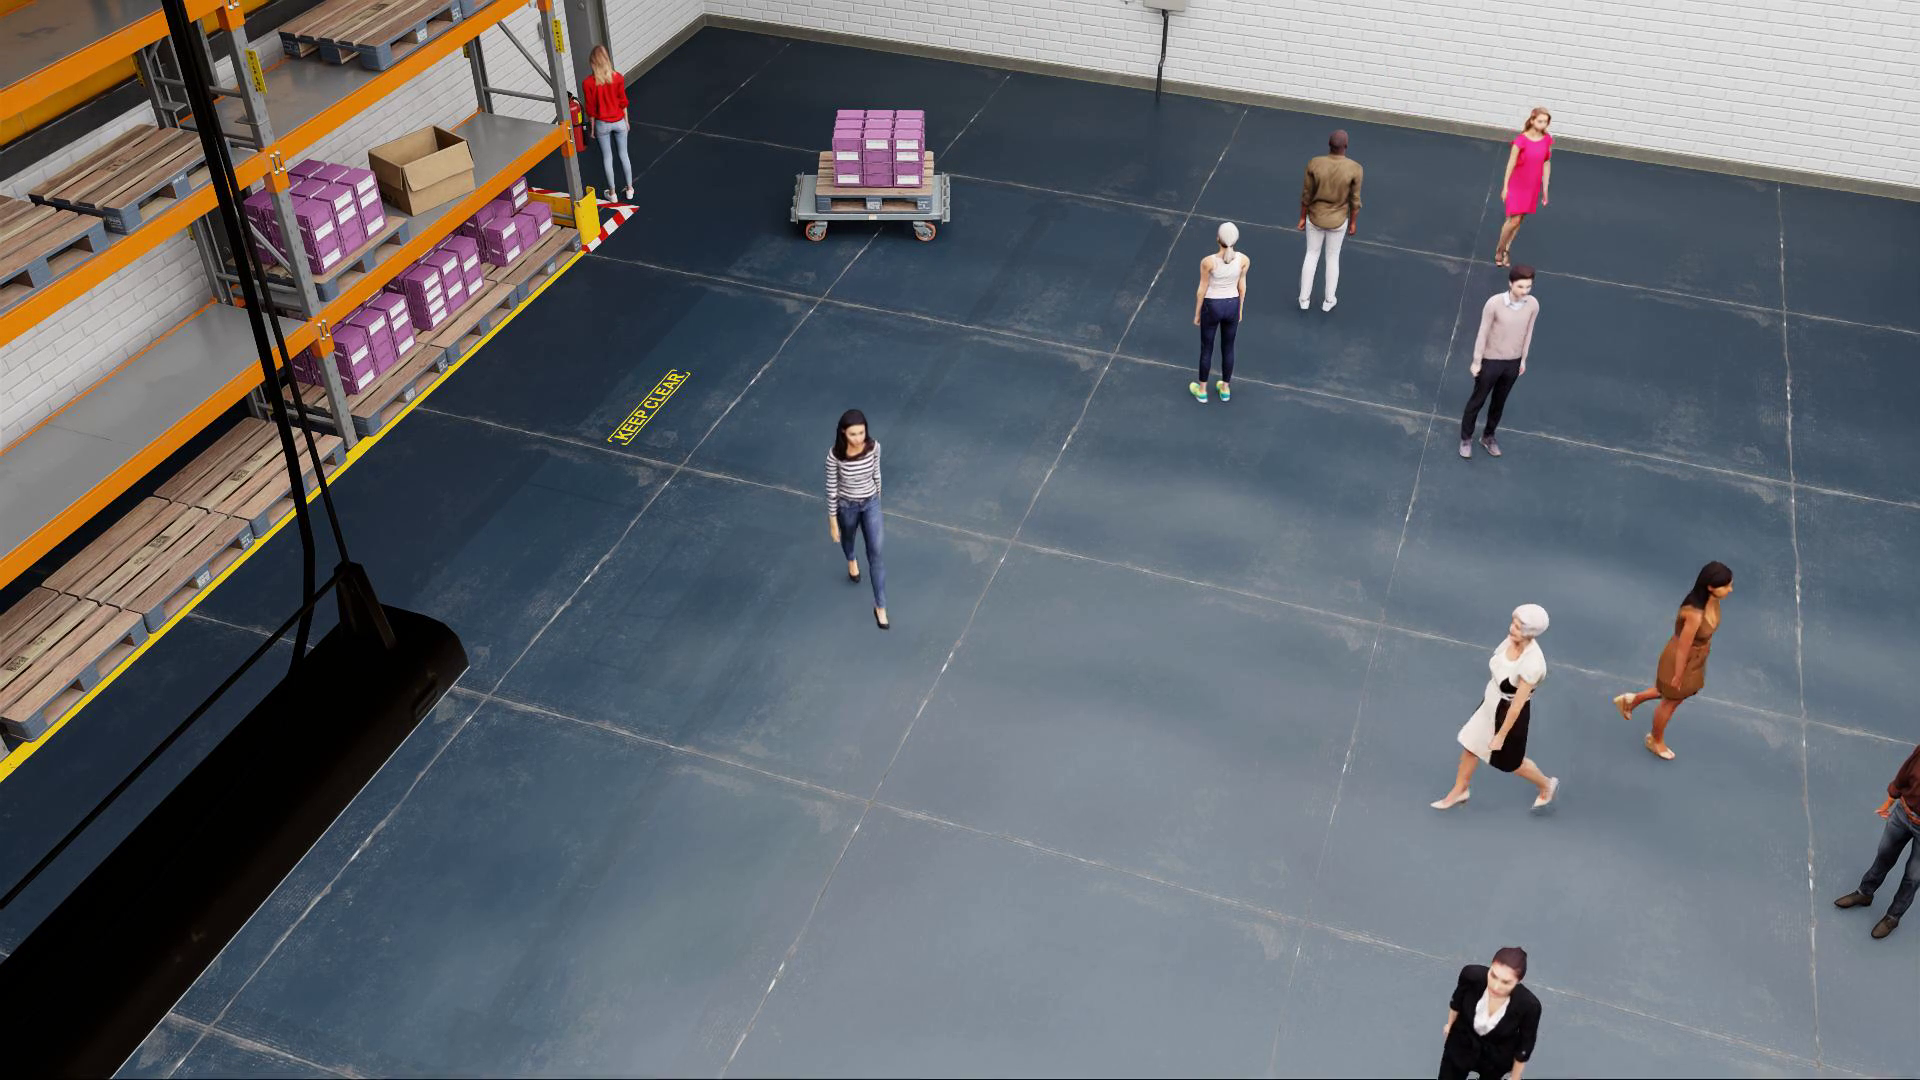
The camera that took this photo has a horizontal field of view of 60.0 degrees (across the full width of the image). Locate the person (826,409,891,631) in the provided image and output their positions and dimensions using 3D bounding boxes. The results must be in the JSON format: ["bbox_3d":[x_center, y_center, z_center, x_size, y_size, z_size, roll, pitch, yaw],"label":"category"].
[{"bbox_3d":[-0.805,-0.250,12.390,1.091,1.734,1.190,-14,41,-17],"label":"person"}]

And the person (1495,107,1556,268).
[{"bbox_3d":[5.552,-3.533,16.513,0.701,1.718,0.747,-9,40,-11],"label":"person"}]

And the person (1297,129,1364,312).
[{"bbox_3d":[3.488,-3.032,15.800,0.743,1.825,0.577,9,40,11],"label":"person"}]

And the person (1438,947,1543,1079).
[{"bbox_3d":[2.814,2.664,8.841,0.793,1.609,1.125,23,44,26],"label":"person"}]

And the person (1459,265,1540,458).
[{"bbox_3d":[4.522,-1.509,13.907,0.700,1.807,0.678,-3,39,-4],"label":"person"}]

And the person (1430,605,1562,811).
[{"bbox_3d":[3.592,1.141,10.657,0.982,1.723,1.104,-3,39,-4],"label":"person"}]

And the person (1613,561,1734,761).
[{"bbox_3d":[4.776,0.776,11.149,0.773,1.679,0.764,27,46,29],"label":"person"}]

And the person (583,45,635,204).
[{"bbox_3d":[-3.708,-4.399,17.608,0.670,1.705,0.734,-17,42,-20],"label":"person"}]

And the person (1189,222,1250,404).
[{"bbox_3d":[2.286,-1.989,14.595,0.680,1.699,0.694,-6,39,-7],"label":"person"}]

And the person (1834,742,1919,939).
[{"bbox_3d":[5.763,1.672,9.944,0.758,1.782,0.707,-18,42,-21],"label":"person"}]
